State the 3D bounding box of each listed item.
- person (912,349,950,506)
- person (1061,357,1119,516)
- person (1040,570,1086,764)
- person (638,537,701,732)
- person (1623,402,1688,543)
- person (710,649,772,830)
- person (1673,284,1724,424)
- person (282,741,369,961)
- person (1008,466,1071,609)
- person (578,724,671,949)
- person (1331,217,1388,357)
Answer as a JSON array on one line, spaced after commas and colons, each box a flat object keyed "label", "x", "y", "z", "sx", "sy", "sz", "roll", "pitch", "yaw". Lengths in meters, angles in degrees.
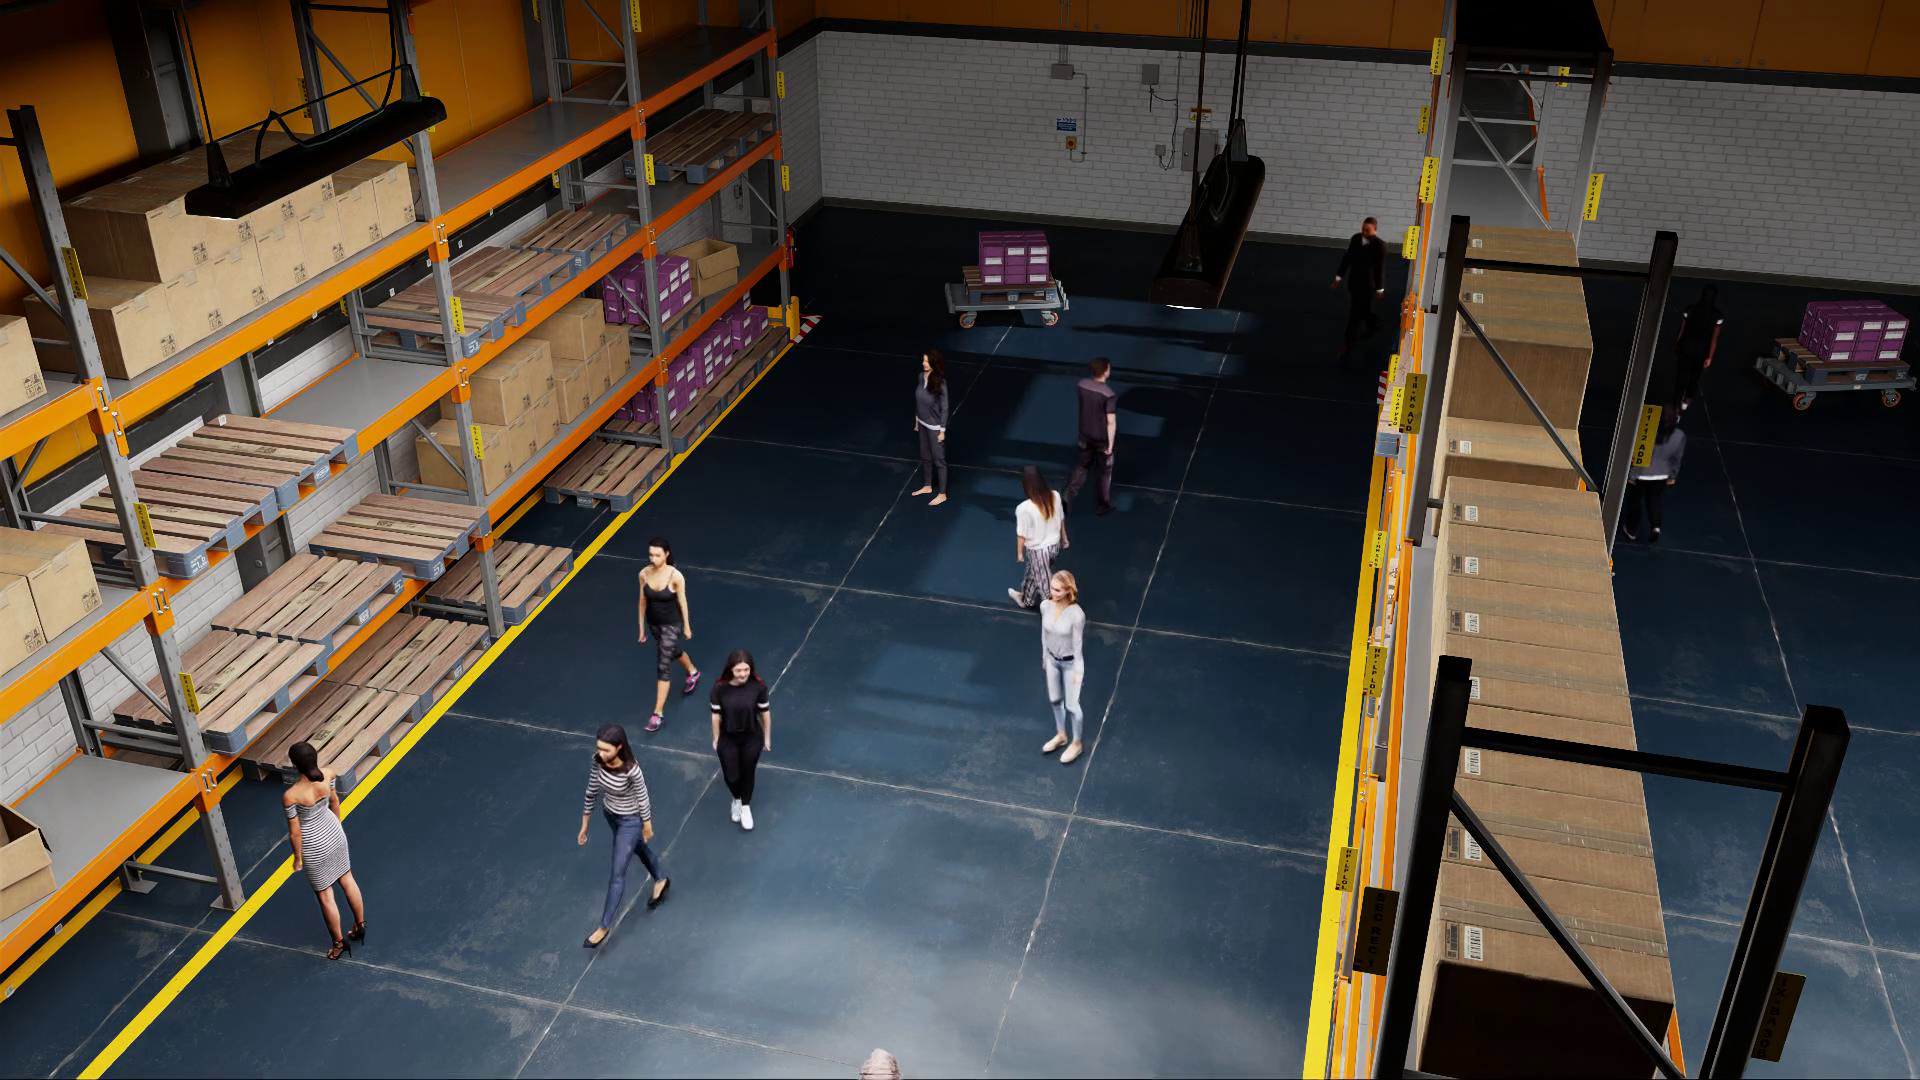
[{"label": "person", "x": -0.299, "y": -1.247, "z": 18.010, "sx": 0.707, "sy": 1.767, "sz": 0.690, "roll": -22, "pitch": 36, "yaw": -35}, {"label": "person", "x": 1.379, "y": -1.056, "z": 17.594, "sx": 1.001, "sy": 1.831, "sz": 1.148, "roll": 25, "pitch": 37, "yaw": 38}, {"label": "person", "x": 0.881, "y": 1.022, "z": 13.826, "sx": 0.674, "sy": 1.790, "sz": 0.672, "roll": 22, "pitch": 36, "yaw": 35}, {"label": "person", "x": -2.523, "y": 0.726, "z": 14.490, "sx": 0.640, "sy": 1.675, "sz": 1.181, "roll": 9, "pitch": 30, "yaw": 17}, {"label": "person", "x": 7.129, "y": -0.669, "z": 17.143, "sx": 0.779, "sy": 1.583, "sz": 0.884, "roll": 0, "pitch": 29, "yaw": -1}, {"label": "person", "x": -1.731, "y": 1.509, "z": 13.100, "sx": 0.716, "sy": 1.630, "sz": 0.731, "roll": -6, "pitch": 29, "yaw": -11}, {"label": "person", "x": 8.733, "y": -2.200, "z": 19.831, "sx": 0.666, "sy": 1.697, "sz": 1.169, "roll": 10, "pitch": 30, "yaw": 17}, {"label": "person", "x": -4.462, "y": 2.171, "z": 11.685, "sx": 0.700, "sy": 1.823, "sz": 0.545, "roll": 14, "pitch": 32, "yaw": 25}, {"label": "person", "x": 0.818, "y": 0.141, "z": 15.624, "sx": 1.227, "sy": 1.615, "sz": 1.183, "roll": -21, "pitch": 35, "yaw": -34}, {"label": "person", "x": -2.356, "y": 2.022, "z": 12.045, "sx": 0.858, "sy": 1.741, "sz": 1.202, "roll": 19, "pitch": 34, "yaw": 30}, {"label": "person", "x": 5.336, "y": -3.368, "z": 21.803, "sx": 1.392, "sy": 1.858, "sz": 1.264, "roll": -18, "pitch": 33, "yaw": -29}]
